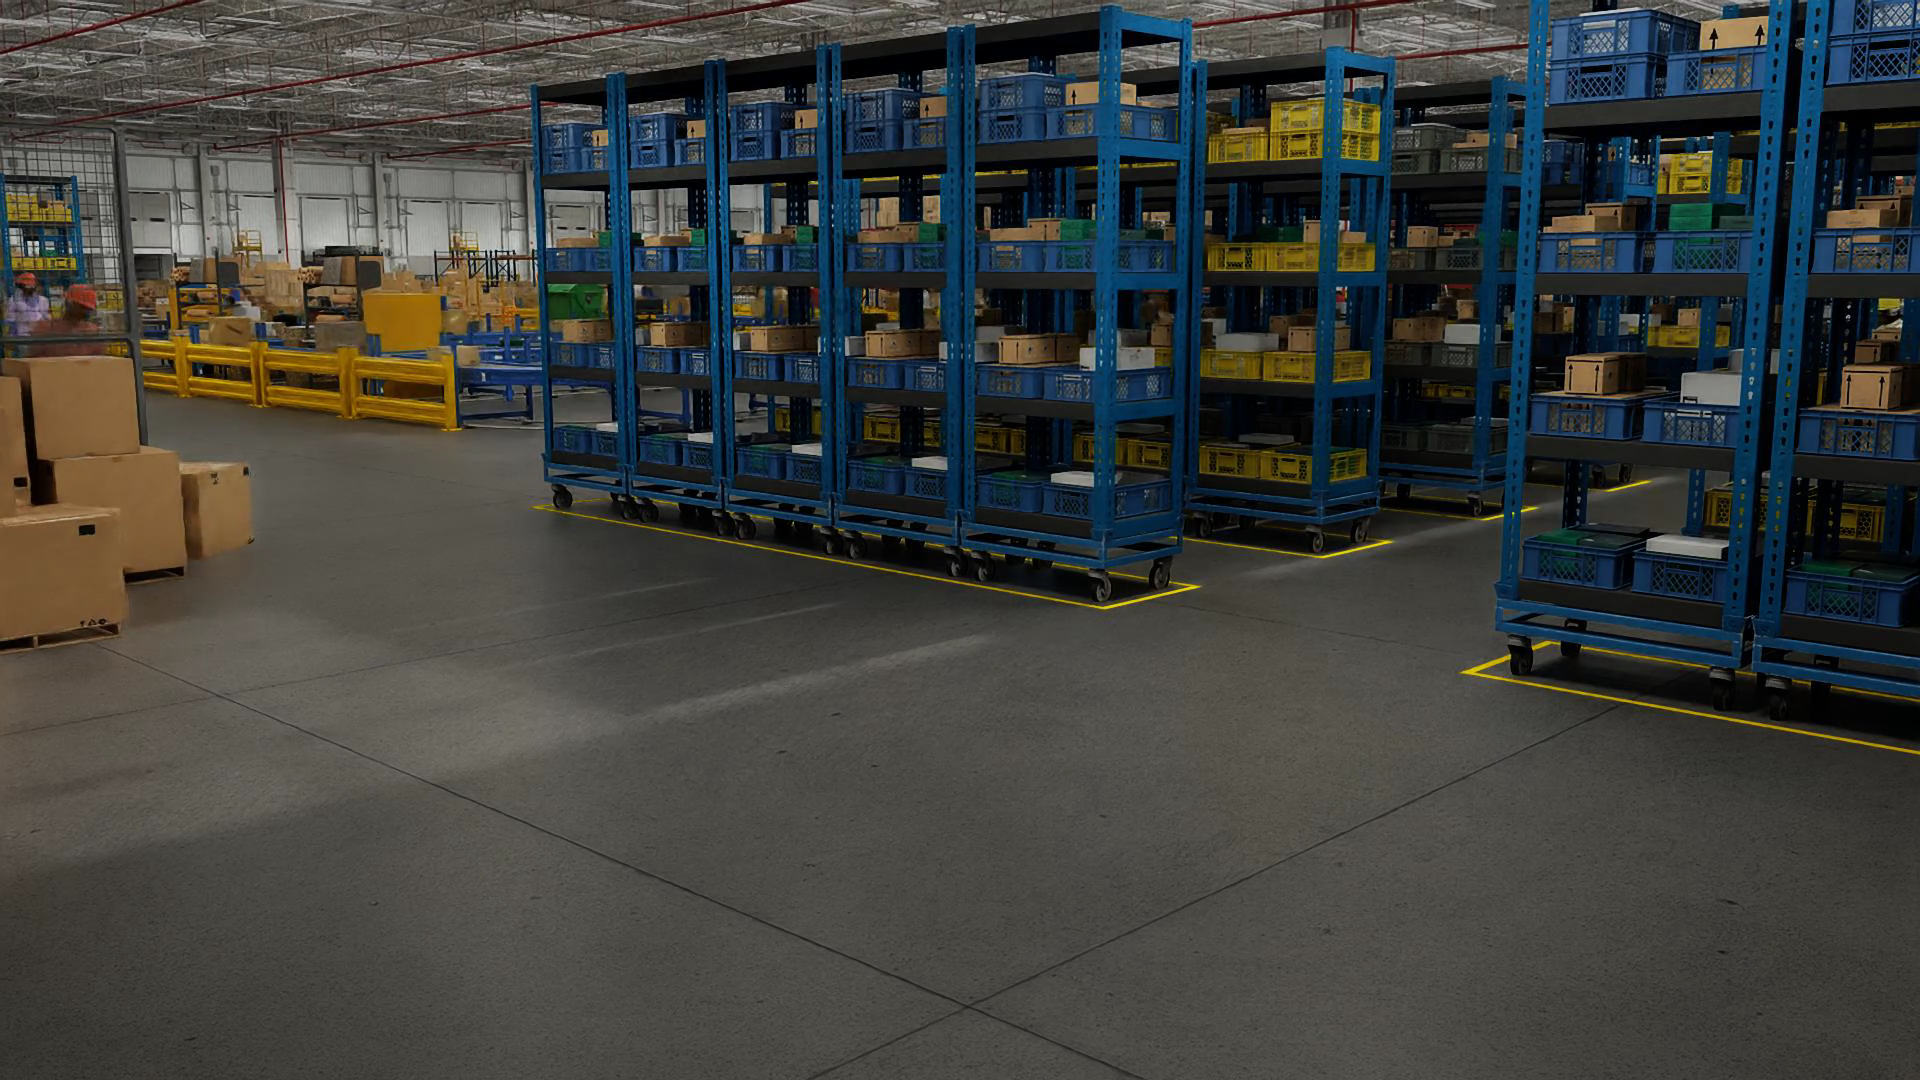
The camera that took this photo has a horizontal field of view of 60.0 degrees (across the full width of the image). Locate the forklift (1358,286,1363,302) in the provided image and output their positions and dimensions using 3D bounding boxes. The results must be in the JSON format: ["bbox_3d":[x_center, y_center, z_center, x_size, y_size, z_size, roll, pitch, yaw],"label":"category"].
[{"bbox_3d":[11.100,-7.017,46.970,1.873,2.768,1.129,9,13,43],"label":"forklift"}]

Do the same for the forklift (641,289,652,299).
[{"bbox_3d":[-15.308,-13.114,84.350,1.873,2.768,1.129,9,13,43],"label":"forklift"}]

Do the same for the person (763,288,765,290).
[{"bbox_3d":[-8.622,-10.923,73.925,0.447,1.904,0.591,-4,10,-22],"label":"person"}]

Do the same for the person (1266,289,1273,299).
[{"bbox_3d":[10.802,-8.202,58.005,0.537,1.643,0.875,6,11,31],"label":"person"}]

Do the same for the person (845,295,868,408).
[{"bbox_3d":[-1.225,-1.706,17.723,0.588,1.804,0.956,8,12,42],"label":"person"}]

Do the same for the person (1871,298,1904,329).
[{"bbox_3d":[9.856,-1.716,17.706,0.404,1.821,0.591,2,9,11],"label":"person"}]

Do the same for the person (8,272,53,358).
[{"bbox_3d":[-14.415,-3.144,25.865,0.454,2.026,0.611,6,11,31],"label":"person"}]

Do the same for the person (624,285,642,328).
[{"bbox_3d":[-10.249,-7.365,52.135,0.653,1.890,0.572,-8,12,-41],"label":"person"}]

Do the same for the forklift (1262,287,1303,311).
[{"bbox_3d":[10.769,-8.203,54.240,1.129,2.768,1.873,8,12,42],"label":"forklift"}]

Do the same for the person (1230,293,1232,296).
[{"bbox_3d":[9.604,-8.157,57.501,0.525,1.727,0.866,7,12,38],"label":"person"}]

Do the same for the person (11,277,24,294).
[{"bbox_3d":[-22.491,-5.392,39.927,0.550,1.920,0.643,-7,12,-37],"label":"person"}]

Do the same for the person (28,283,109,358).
[{"bbox_3d":[-7.806,-1.268,14.582,0.670,1.944,0.704,-8,12,-39],"label":"person"}]

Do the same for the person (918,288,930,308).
[{"bbox_3d":[-0.959,-5.636,41.768,0.403,1.817,0.596,-4,10,-21],"label":"person"}]

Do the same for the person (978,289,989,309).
[{"bbox_3d":[0.641,-6.875,48.788,0.611,2.004,0.645,0,9,2],"label":"person"}]
